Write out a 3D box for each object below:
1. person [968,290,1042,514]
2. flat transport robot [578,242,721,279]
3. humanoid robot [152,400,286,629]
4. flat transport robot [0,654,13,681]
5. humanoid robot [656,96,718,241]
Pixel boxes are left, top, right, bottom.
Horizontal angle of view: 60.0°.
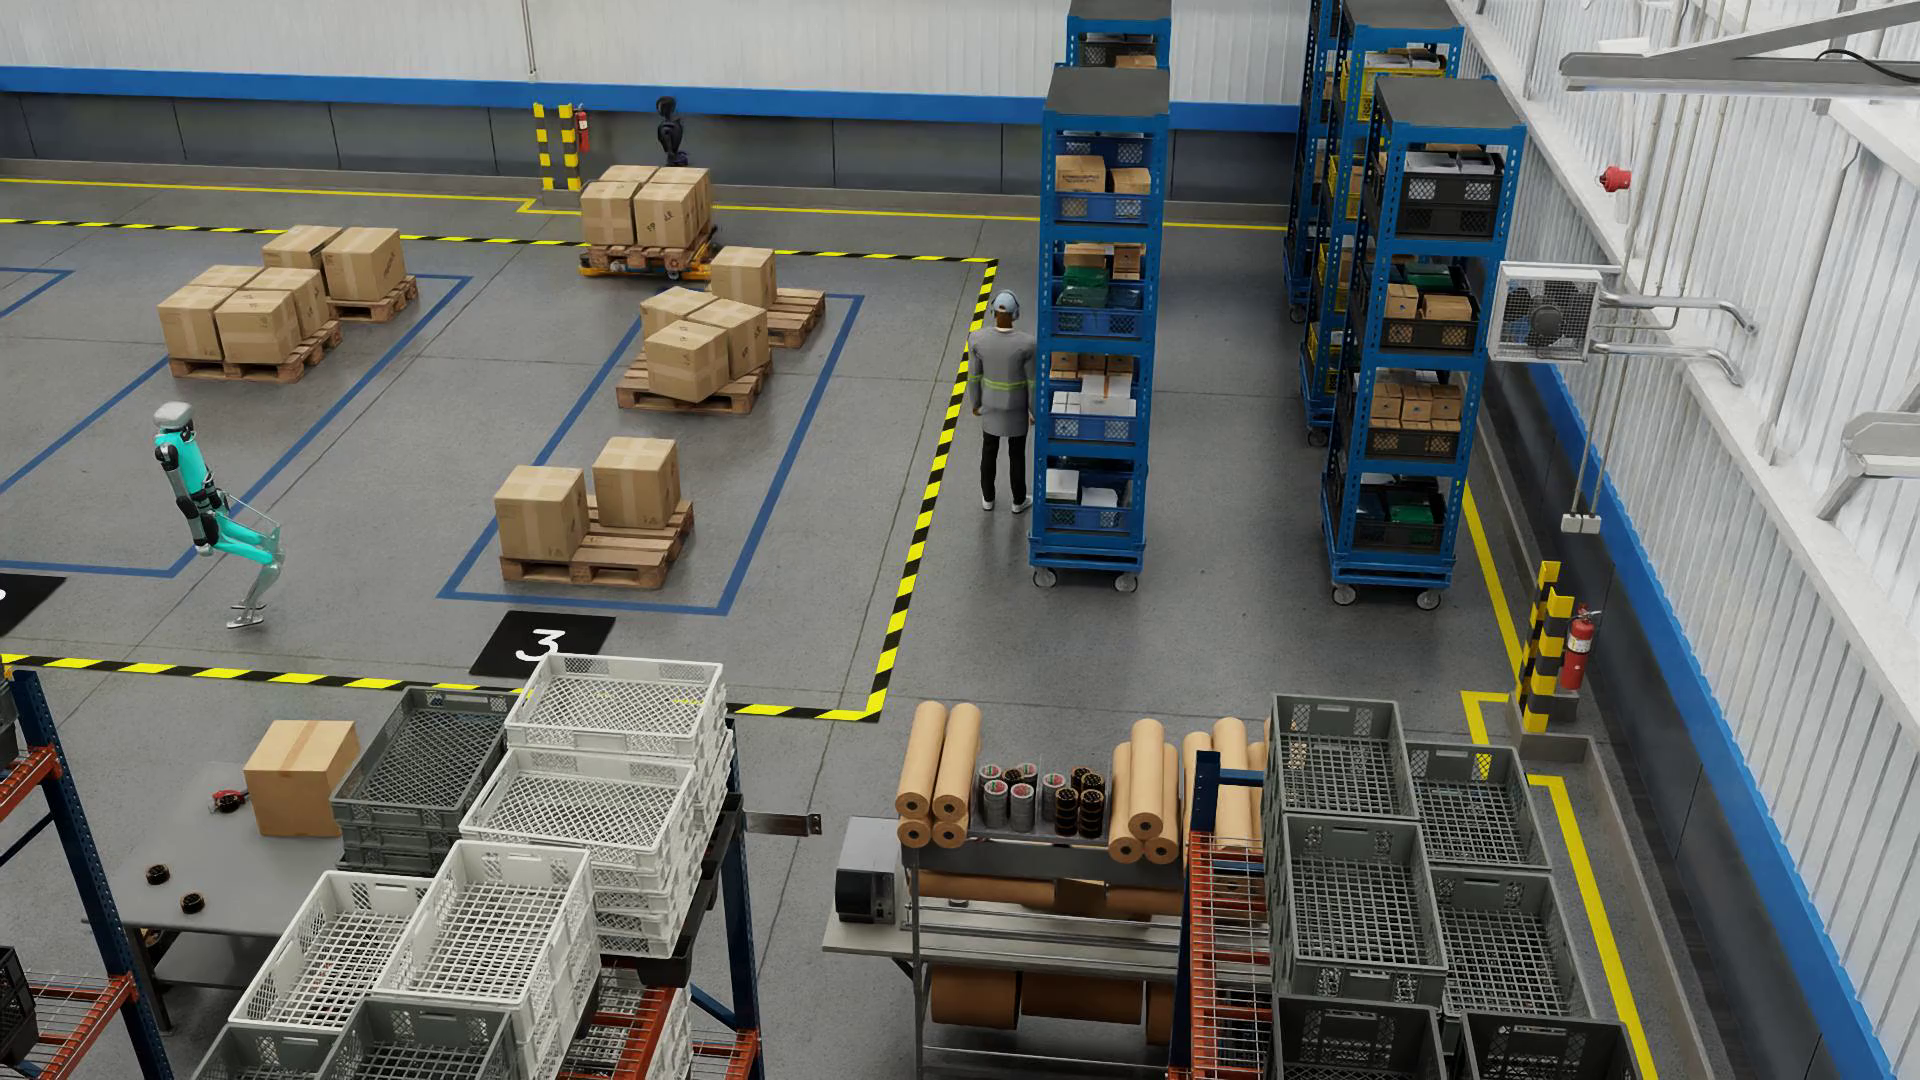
[{"bbox_3d":[0.355,-1.071,12.940,0.588,1.851,0.384,8,31,13],"label":"person"},{"bbox_3d":[-3.312,-3.029,17.848,1.431,0.197,0.652,3,30,6],"label":"flat transport robot"},{"bbox_3d":[-4.974,-0.177,11.385,0.735,1.676,0.533,-5,31,-8],"label":"humanoid robot"},{"bbox_3d":[-7.142,0.969,11.010,1.431,0.231,0.659,3,30,6],"label":"flat transport robot"},{"bbox_3d":[-3.087,-4.080,18.325,0.739,1.642,0.611,-2,30,-3],"label":"humanoid robot"}]
